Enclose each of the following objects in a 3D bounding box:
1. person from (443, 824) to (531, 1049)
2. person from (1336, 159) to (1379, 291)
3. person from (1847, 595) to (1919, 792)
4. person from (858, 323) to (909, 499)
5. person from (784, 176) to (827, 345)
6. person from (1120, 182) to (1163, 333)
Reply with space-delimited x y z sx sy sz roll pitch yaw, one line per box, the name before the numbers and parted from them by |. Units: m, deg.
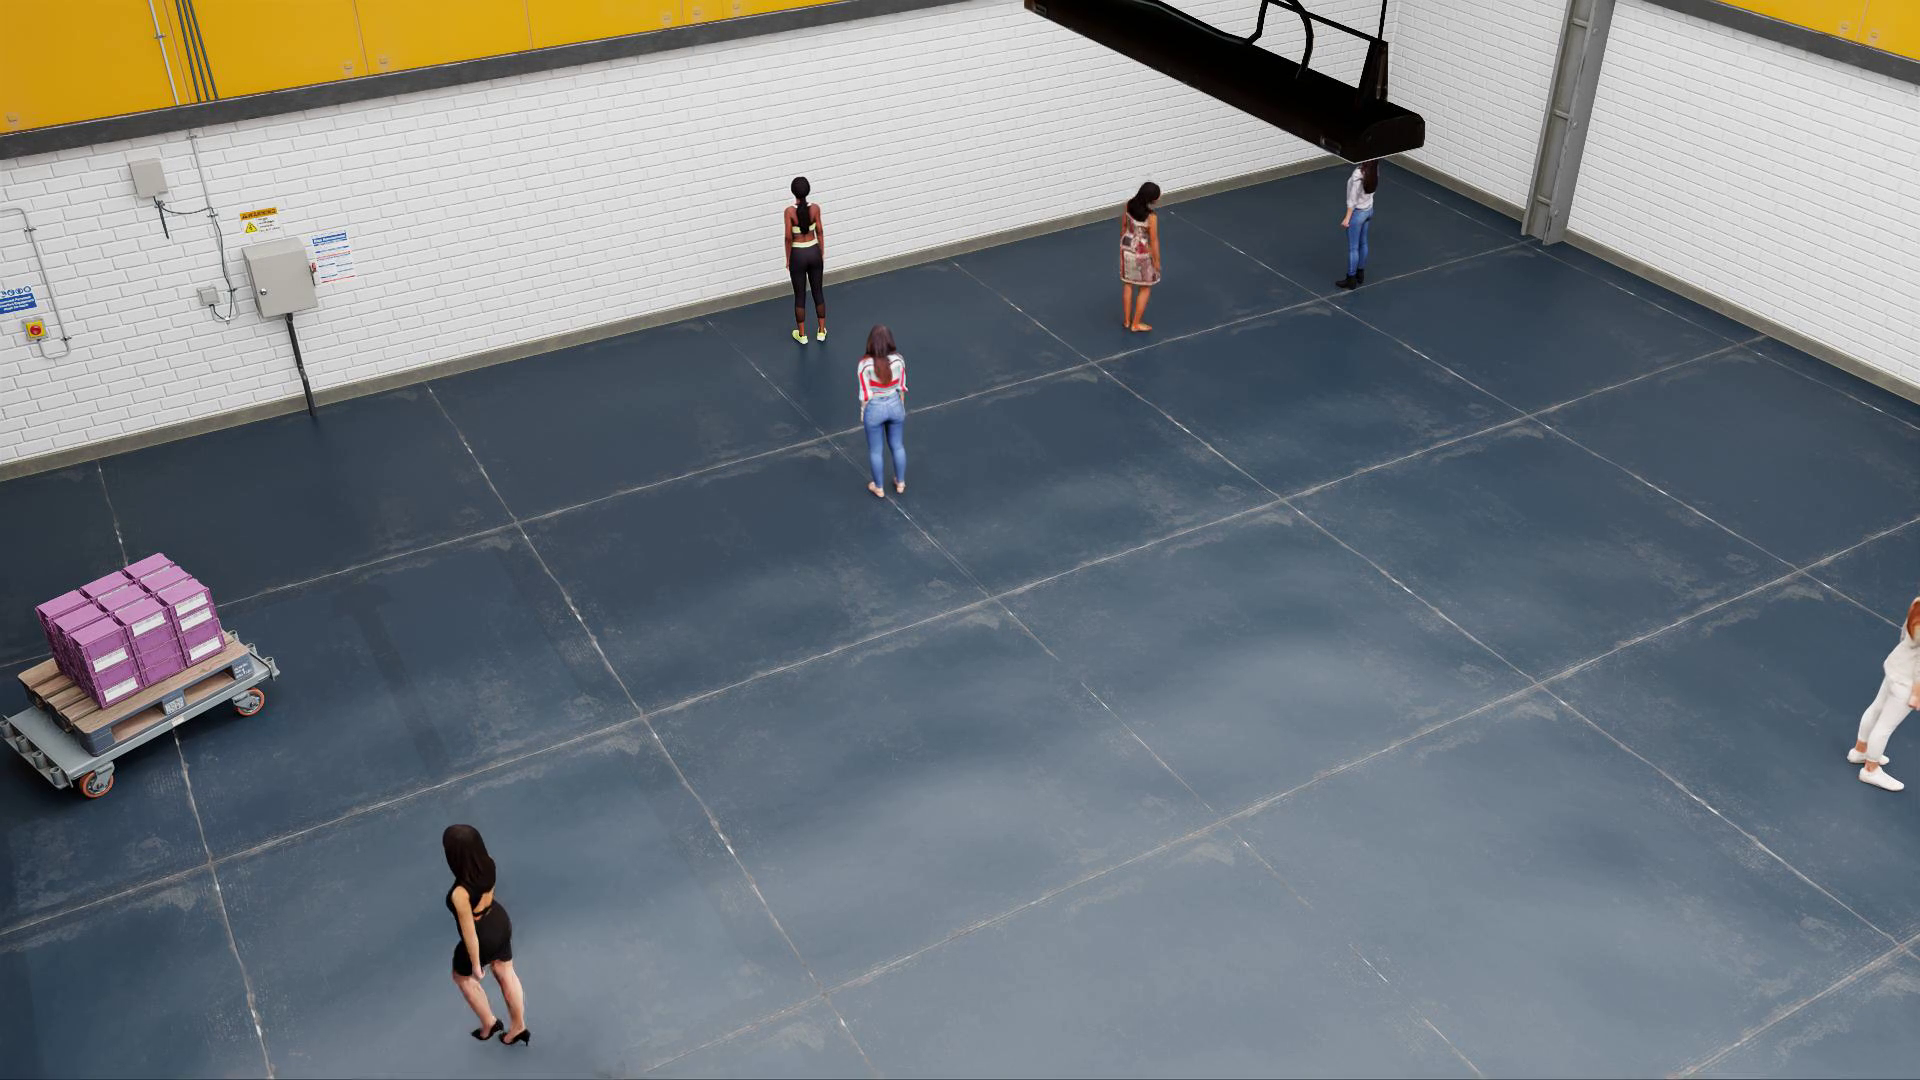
person | -2.561 2.246 9.245 0.767 1.632 0.709 10 35 15
person | 4.310 -3.507 17.896 0.627 1.635 0.666 25 41 33
person | 6.357 0.901 11.194 0.750 1.713 0.693 9 35 13
person | -0.657 -1.120 14.326 0.622 1.613 0.565 -11 35 -16
person | -1.551 -2.820 16.755 0.593 1.755 0.569 -11 35 -16
person | 1.807 -2.938 17.050 0.638 1.624 0.793 17 37 24
